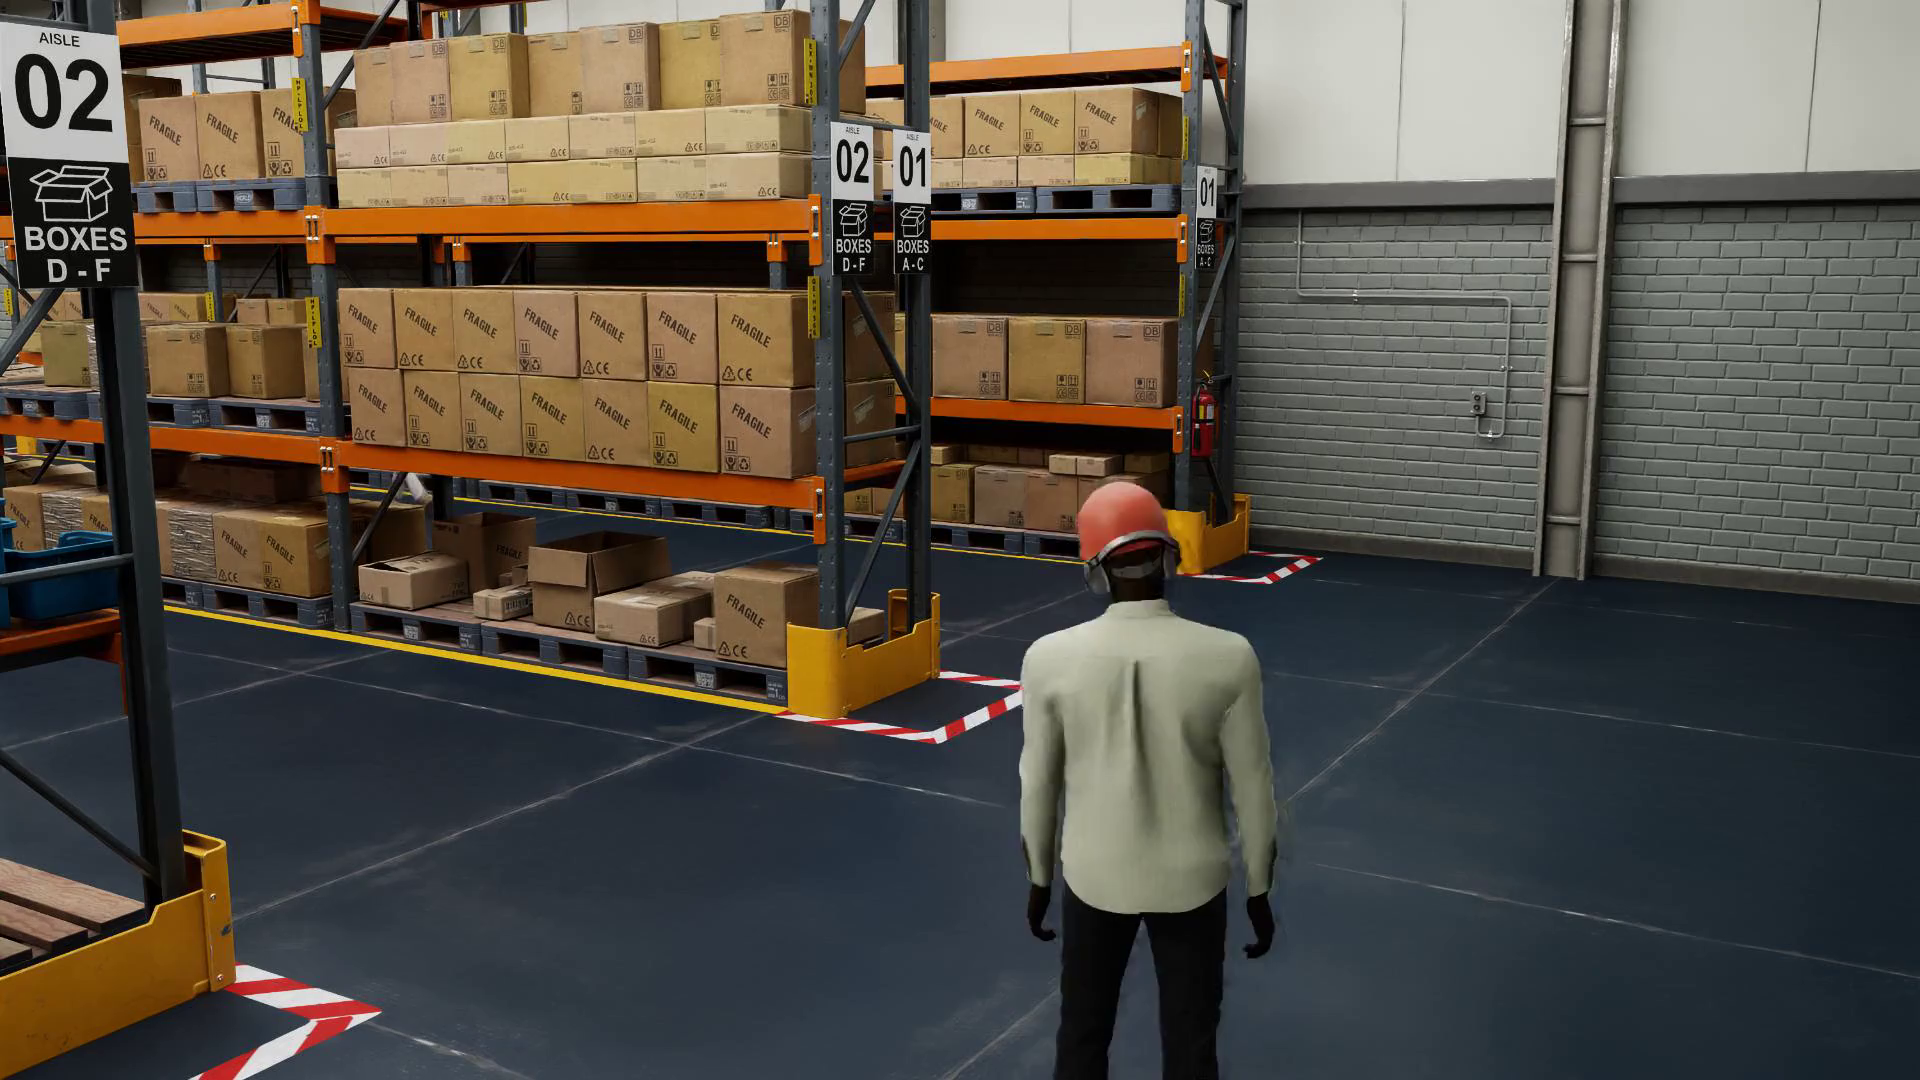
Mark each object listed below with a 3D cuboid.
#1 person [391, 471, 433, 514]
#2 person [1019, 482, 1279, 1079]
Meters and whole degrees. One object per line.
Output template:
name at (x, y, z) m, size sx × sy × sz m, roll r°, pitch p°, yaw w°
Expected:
person at (-5.440, -1.151, 16.243) m, size 0.917 × 1.856 × 0.584 m, roll 7°, pitch 12°, yaw 36°
person at (0.480, 0.849, 4.203) m, size 0.672 × 1.966 × 0.412 m, roll 2°, pitch 10°, yaw 14°
